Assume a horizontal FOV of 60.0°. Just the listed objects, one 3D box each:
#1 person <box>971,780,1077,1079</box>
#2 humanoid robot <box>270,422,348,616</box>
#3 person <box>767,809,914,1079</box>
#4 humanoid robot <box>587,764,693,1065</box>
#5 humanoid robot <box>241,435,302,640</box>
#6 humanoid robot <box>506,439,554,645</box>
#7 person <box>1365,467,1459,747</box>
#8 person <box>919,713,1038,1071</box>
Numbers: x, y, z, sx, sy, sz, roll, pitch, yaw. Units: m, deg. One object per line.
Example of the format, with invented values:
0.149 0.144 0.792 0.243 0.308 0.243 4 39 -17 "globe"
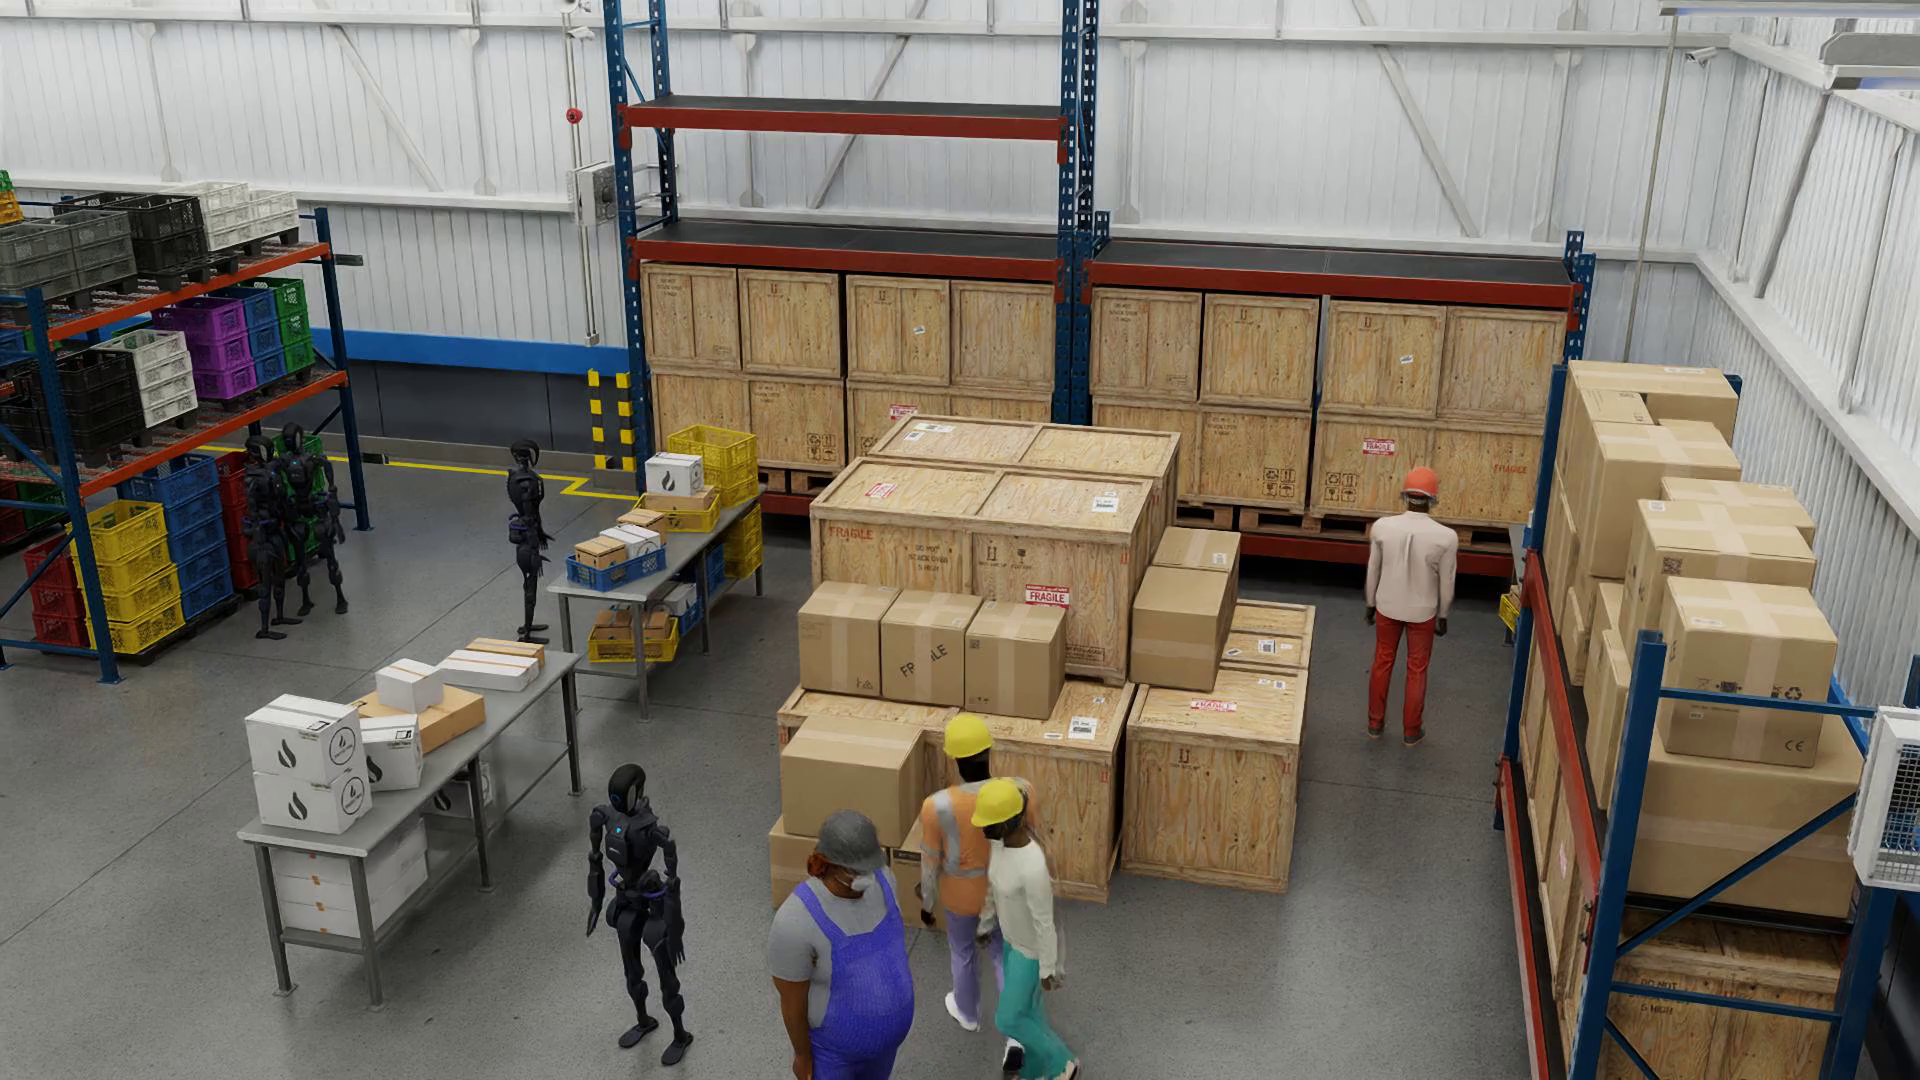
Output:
0.258 1.930 7.929 0.406 1.739 0.550 -6 22 -16 "person"
-5.293 -0.164 13.502 0.562 1.649 0.372 -3 21 -7 "humanoid robot"
-0.445 2.068 7.156 0.537 2.000 0.678 17 27 37 "person"
-1.591 1.838 8.261 0.577 1.651 0.332 12 24 28 "humanoid robot"
-5.477 -0.038 13.172 0.322 1.651 0.570 1 21 3 "humanoid robot"
-3.368 0.005 13.049 0.361 1.651 0.570 -5 22 -13 "humanoid robot"
3.099 0.458 11.460 0.604 1.983 0.417 11 24 27 "person"
0.102 1.735 8.234 0.610 1.893 0.769 -6 22 -15 "person"
